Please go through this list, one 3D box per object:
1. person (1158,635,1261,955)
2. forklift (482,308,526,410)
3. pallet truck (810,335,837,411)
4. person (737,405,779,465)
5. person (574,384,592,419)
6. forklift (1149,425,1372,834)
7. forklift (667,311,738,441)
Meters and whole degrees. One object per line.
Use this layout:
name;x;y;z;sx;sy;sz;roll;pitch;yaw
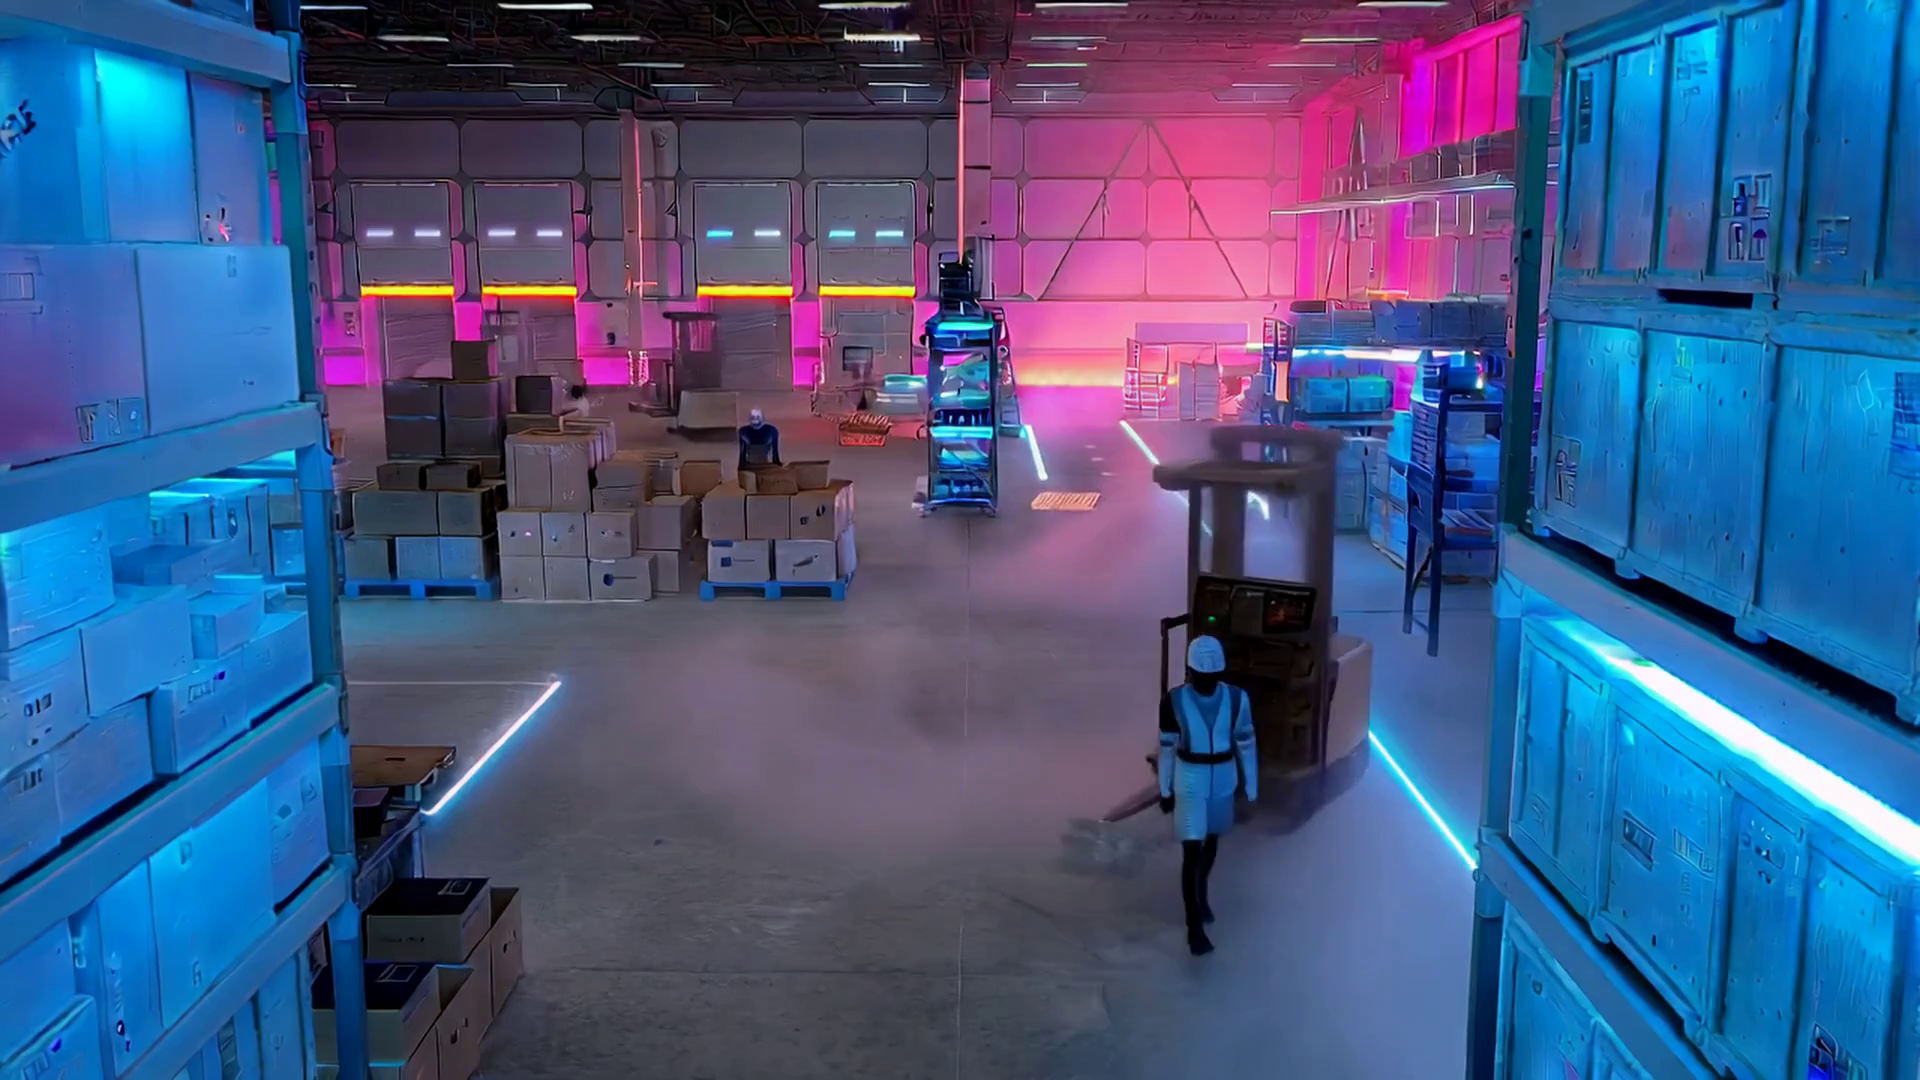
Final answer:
person;1.486;1.492;9.965;0.567;1.879;1.003;-1;10;-6
forklift;-10.700;-4.063;39.144;1.129;2.768;1.873;-3;10;-15
pallet truck;-3.021;-4.312;43.126;1.885;1.965;0.823;3;10;17
person;-2.952;-1.026;24.391;0.624;1.931;0.373;2;10;13
person;-7.198;-2.122;31.453;0.817;1.655;0.550;2;10;12
forklift;2.365;0.540;12.585;1.129;2.768;1.873;6;12;32
forklift;-5.744;-3.686;36.967;1.129;2.768;1.873;-5;11;-25
